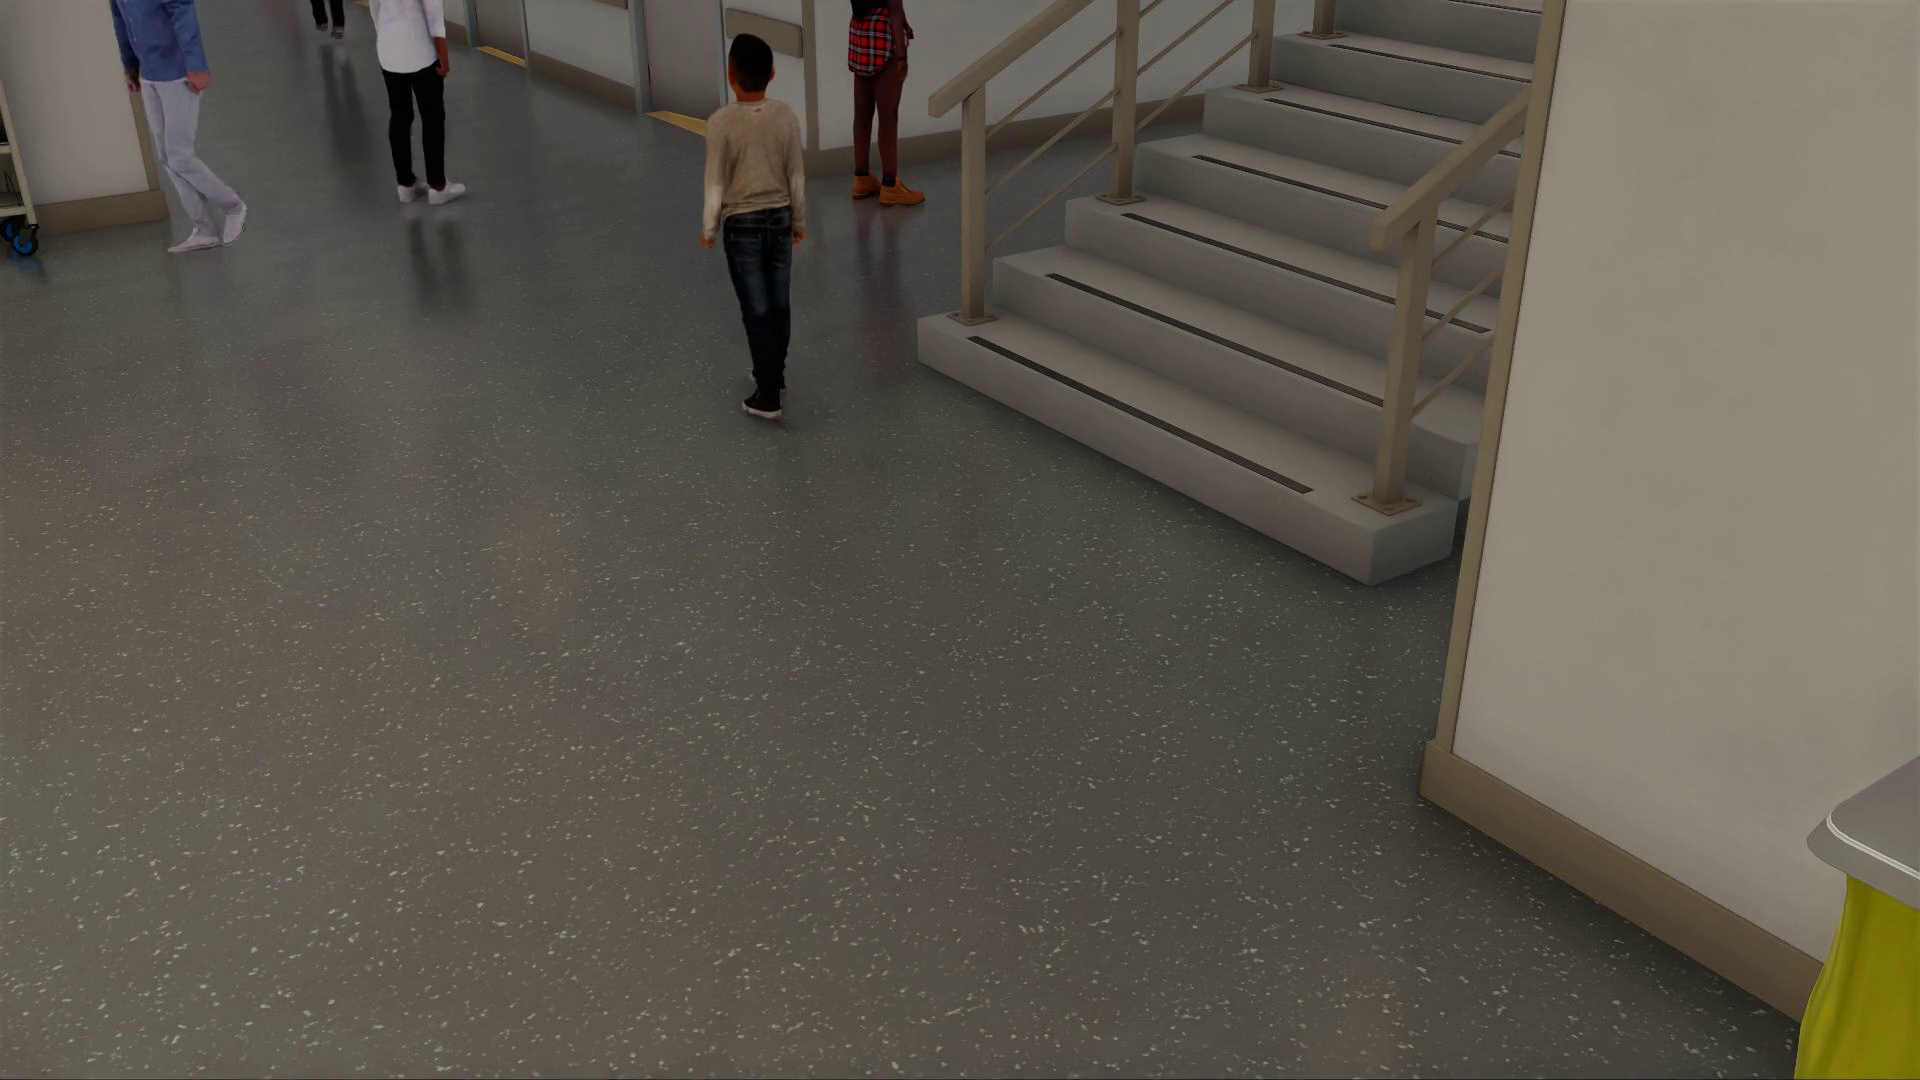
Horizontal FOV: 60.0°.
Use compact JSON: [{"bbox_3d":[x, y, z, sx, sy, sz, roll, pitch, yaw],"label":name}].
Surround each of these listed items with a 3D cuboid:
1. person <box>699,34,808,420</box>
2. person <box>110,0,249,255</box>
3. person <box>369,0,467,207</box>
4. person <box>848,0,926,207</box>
[{"bbox_3d":[-0.768,-1.191,6.433,0.663,1.459,0.611,-16,30,-29],"label":"person"},{"bbox_3d":[-3.968,-2.406,8.482,0.825,1.869,0.860,16,30,29],"label":"person"},{"bbox_3d":[-3.136,-2.813,9.399,0.721,1.805,0.753,8,27,17],"label":"person"},{"bbox_3d":[-0.468,-2.788,9.439,0.571,1.726,0.599,-17,30,-31],"label":"person"}]
